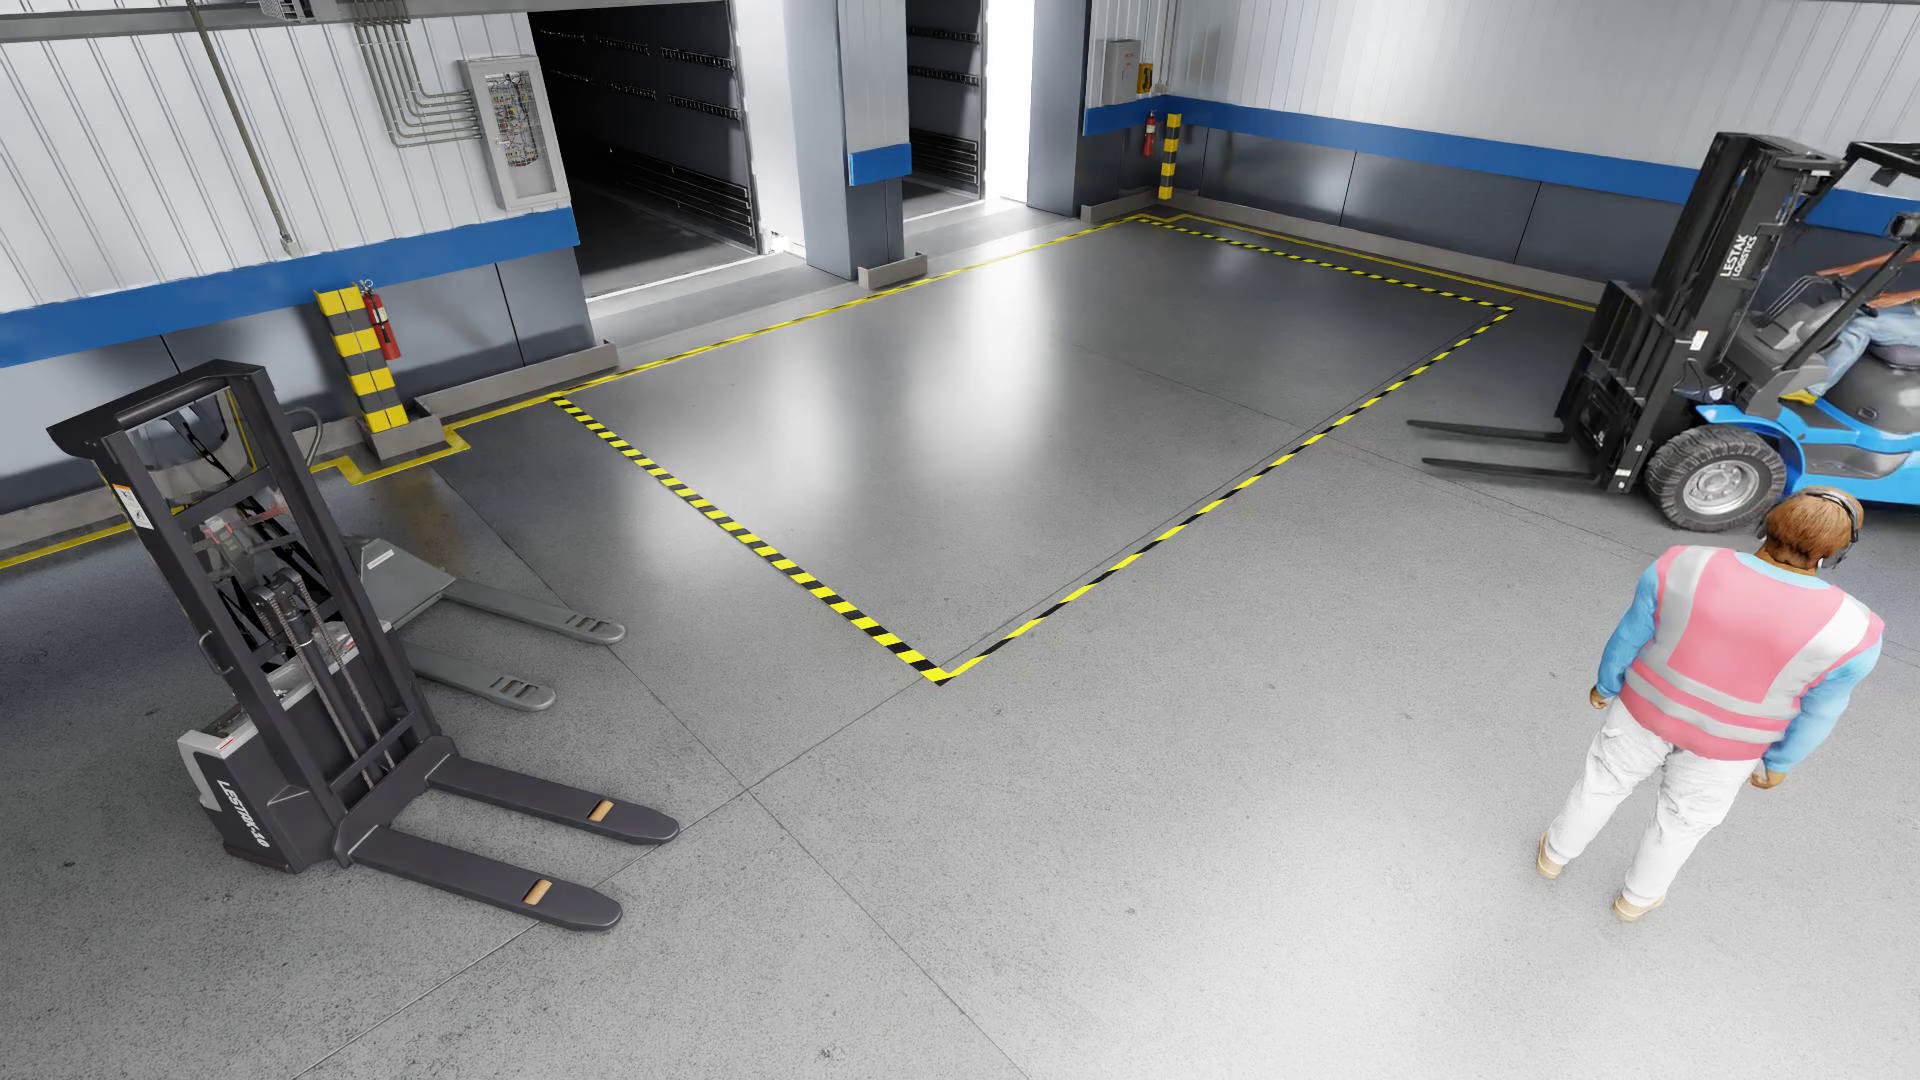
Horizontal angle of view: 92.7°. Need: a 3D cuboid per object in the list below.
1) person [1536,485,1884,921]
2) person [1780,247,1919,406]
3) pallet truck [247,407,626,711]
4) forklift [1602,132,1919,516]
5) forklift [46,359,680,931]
[{"bbox_3d":[2.558,0.618,3.204,0.429,1.843,0.628,-28,43,-35],"label":"person"},{"bbox_3d":[5.507,-1.427,5.424,1.004,1.294,0.635,7,35,10],"label":"person"},{"bbox_3d":[-2.628,0.038,4.590,1.601,1.201,0.680,12,36,18],"label":"pallet truck"},{"bbox_3d":[5.564,-1.261,5.513,2.680,2.036,1.157,7,35,10],"label":"forklift"},{"bbox_3d":[-2.135,0.422,3.354,1.885,1.965,0.823,10,35,14],"label":"forklift"}]
